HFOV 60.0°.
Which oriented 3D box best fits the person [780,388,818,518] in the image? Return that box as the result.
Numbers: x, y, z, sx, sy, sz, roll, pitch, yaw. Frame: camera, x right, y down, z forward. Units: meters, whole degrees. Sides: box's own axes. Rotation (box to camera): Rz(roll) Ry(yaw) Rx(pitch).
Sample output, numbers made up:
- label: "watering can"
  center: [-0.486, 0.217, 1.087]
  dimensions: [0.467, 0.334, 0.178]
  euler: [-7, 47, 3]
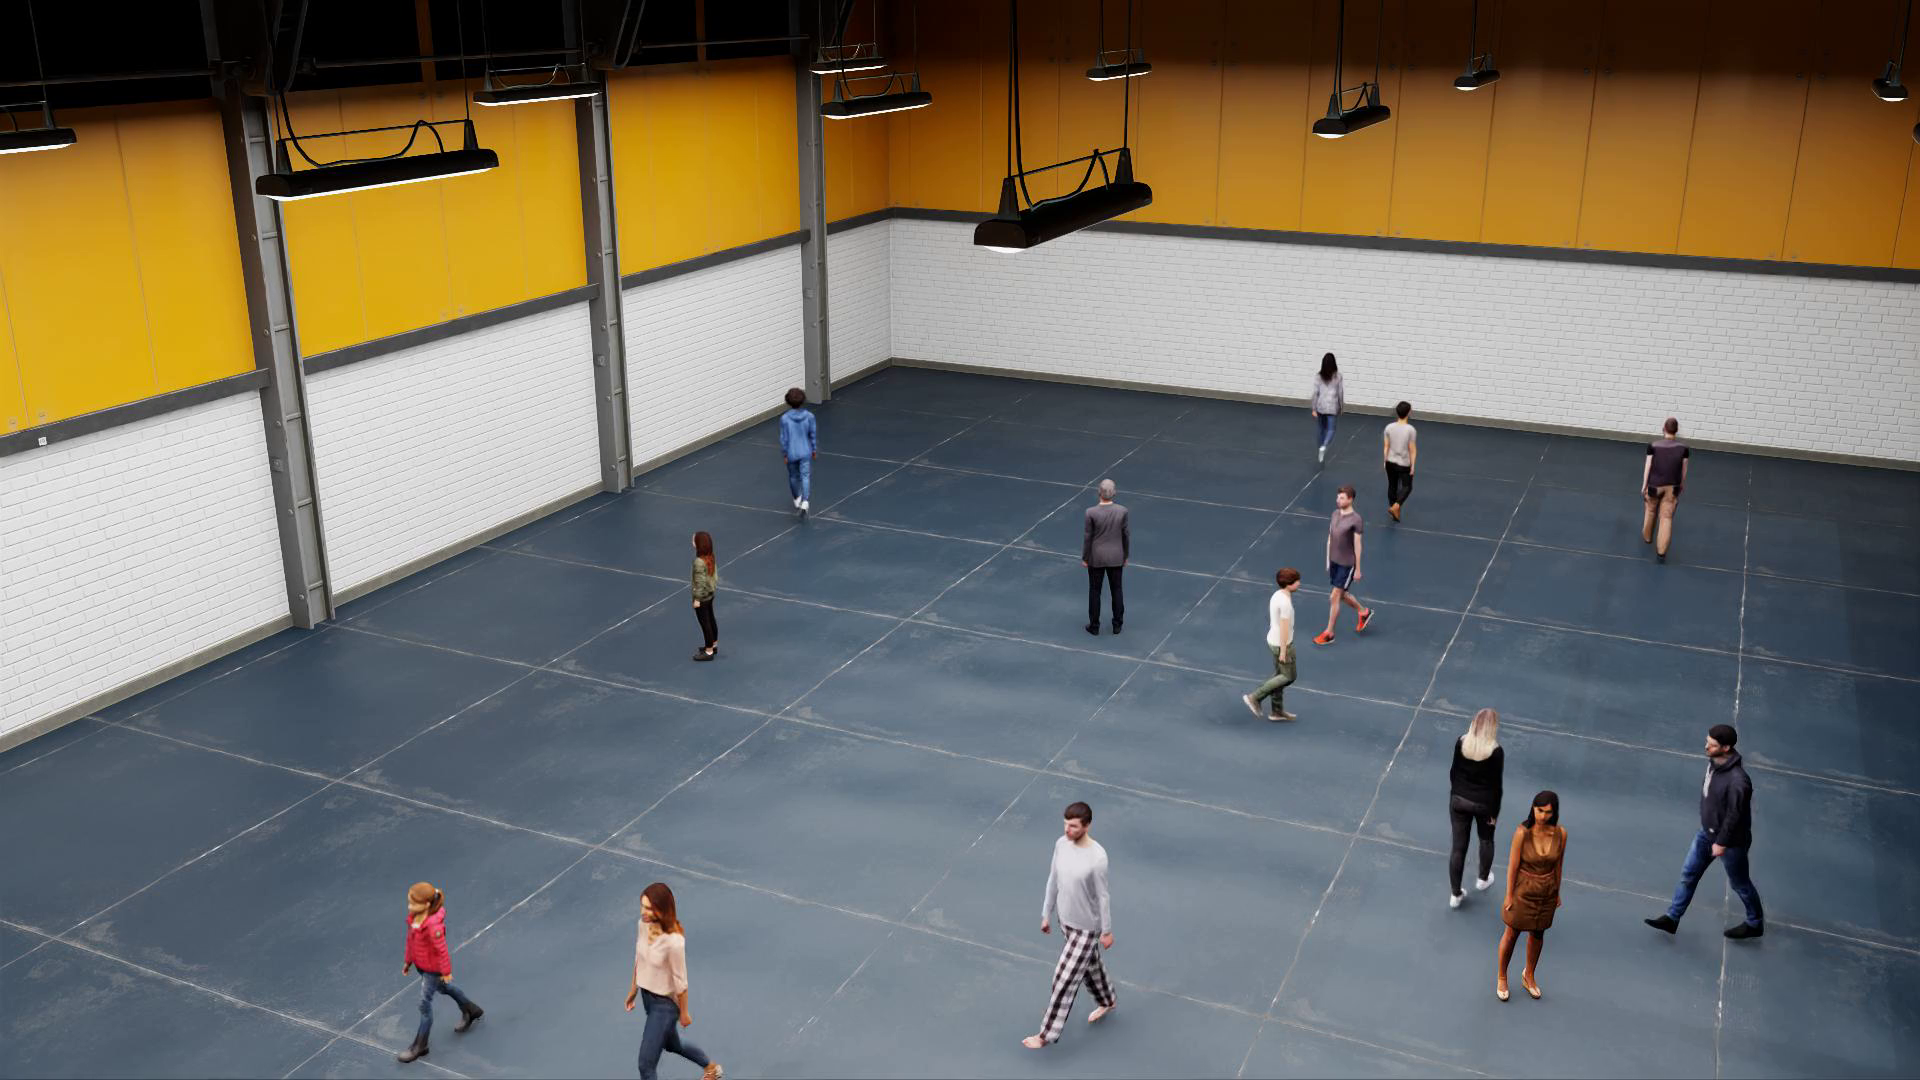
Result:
- label: "person"
  center: [-2.240, -1.206, 23.246]
  dimensions: [1.030, 1.781, 1.243]
  euler: [-1, 19, -4]

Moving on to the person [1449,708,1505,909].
- label: "person"
  center: [4.084, 2.183, 13.365]
  dimensions: [0.685, 1.663, 0.872]
  euler: [11, 21, 29]

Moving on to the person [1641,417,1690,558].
- label: "person"
  center: [9.135, -0.649, 21.576]
  dimensions: [0.759, 1.790, 1.230]
  euler: [6, 20, 18]

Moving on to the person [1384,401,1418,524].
- label: "person"
  center: [6.025, -1.053, 22.902]
  dimensions: [0.713, 1.710, 0.901]
  euler: [13, 23, 34]

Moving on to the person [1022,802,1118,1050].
- label: "person"
  center: [0.899, 2.668, 11.714]
  dimensions: [1.261, 1.799, 1.006]
  euler: [-14, 23, -36]

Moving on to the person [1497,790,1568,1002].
- label: "person"
  center: [4.178, 2.590, 12.139]
  dimensions: [0.649, 1.675, 0.666]
  euler: [-2, 19, -6]

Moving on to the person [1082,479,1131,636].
- label: "person"
  center: [1.666, 0.186, 19.015]
  dimensions: [0.812, 1.842, 0.811]
  euler: [-2, 19, -6]

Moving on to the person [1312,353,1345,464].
- label: "person"
  center: [5.674, -2.021, 25.780]
  dimensions: [0.614, 1.708, 1.010]
  euler: [9, 20, 24]

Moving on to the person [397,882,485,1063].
- label: "person"
  center: [-3.646, 2.957, 11.653]
  dimensions: [0.973, 1.289, 0.740]
  euler: [-16, 24, -39]

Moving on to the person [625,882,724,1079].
- label: "person"
  center: [-1.880, 2.990, 10.828]
  dimensions: [1.184, 1.755, 0.945]
  euler: [-13, 23, -35]

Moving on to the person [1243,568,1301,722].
- label: "person"
  center: [3.151, 1.061, 16.729]
  dimensions: [0.827, 1.643, 0.838]
  euler: [-1, 19, -2]

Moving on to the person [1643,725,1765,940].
- label: "person"
  center: [5.973, 2.284, 12.809]
  dimensions: [1.108, 1.828, 1.210]
  euler: [0, 19, 0]

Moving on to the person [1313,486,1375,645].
- label: "person"
  center: [4.407, 0.269, 18.803]
  dimensions: [1.218, 1.821, 1.091]
  euler: [-9, 21, -25]

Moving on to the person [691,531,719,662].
- label: "person"
  center: [-2.818, 0.603, 18.354]
  dimensions: [0.693, 1.475, 0.536]
  euler: [3, 19, 9]
